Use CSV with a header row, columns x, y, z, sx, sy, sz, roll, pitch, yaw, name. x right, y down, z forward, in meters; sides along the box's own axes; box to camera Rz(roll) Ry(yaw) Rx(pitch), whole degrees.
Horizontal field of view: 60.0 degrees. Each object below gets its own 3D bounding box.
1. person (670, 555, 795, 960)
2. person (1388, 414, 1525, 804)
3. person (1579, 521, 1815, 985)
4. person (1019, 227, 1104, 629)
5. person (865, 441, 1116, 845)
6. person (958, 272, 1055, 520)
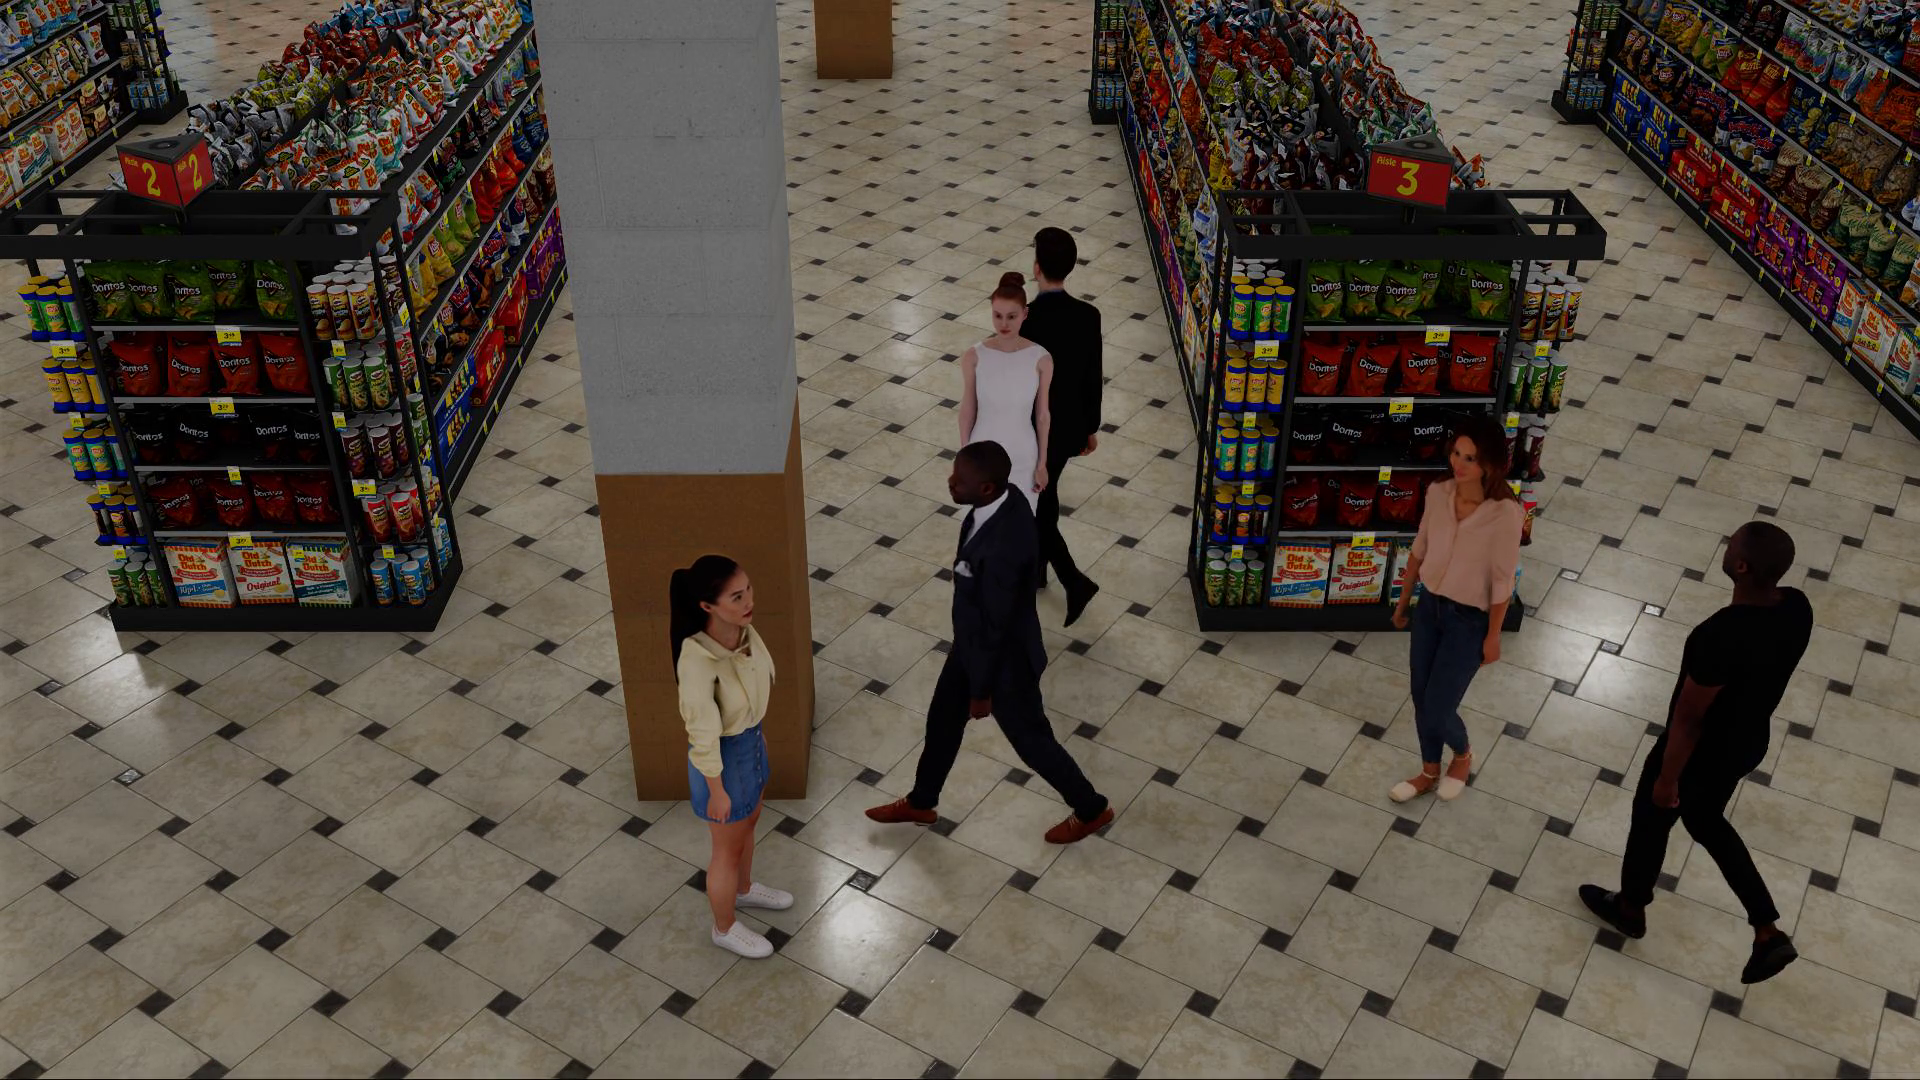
x,y,z,sx,sy,sz,roll,pitch,yaw,name
-0.814,0.753,5.868,0.750,1.632,0.569,7,33,11,person
1.988,0.285,6.481,0.793,1.780,0.717,-17,36,-25,person
2.622,0.777,5.669,0.991,1.801,1.152,-18,36,-26,person
0.422,-0.468,7.613,1.018,1.863,1.191,-16,35,-24,person
0.229,0.450,6.211,0.787,1.785,1.155,-1,32,-1,person
0.204,-0.355,7.497,0.573,1.793,0.481,2,32,3,person
